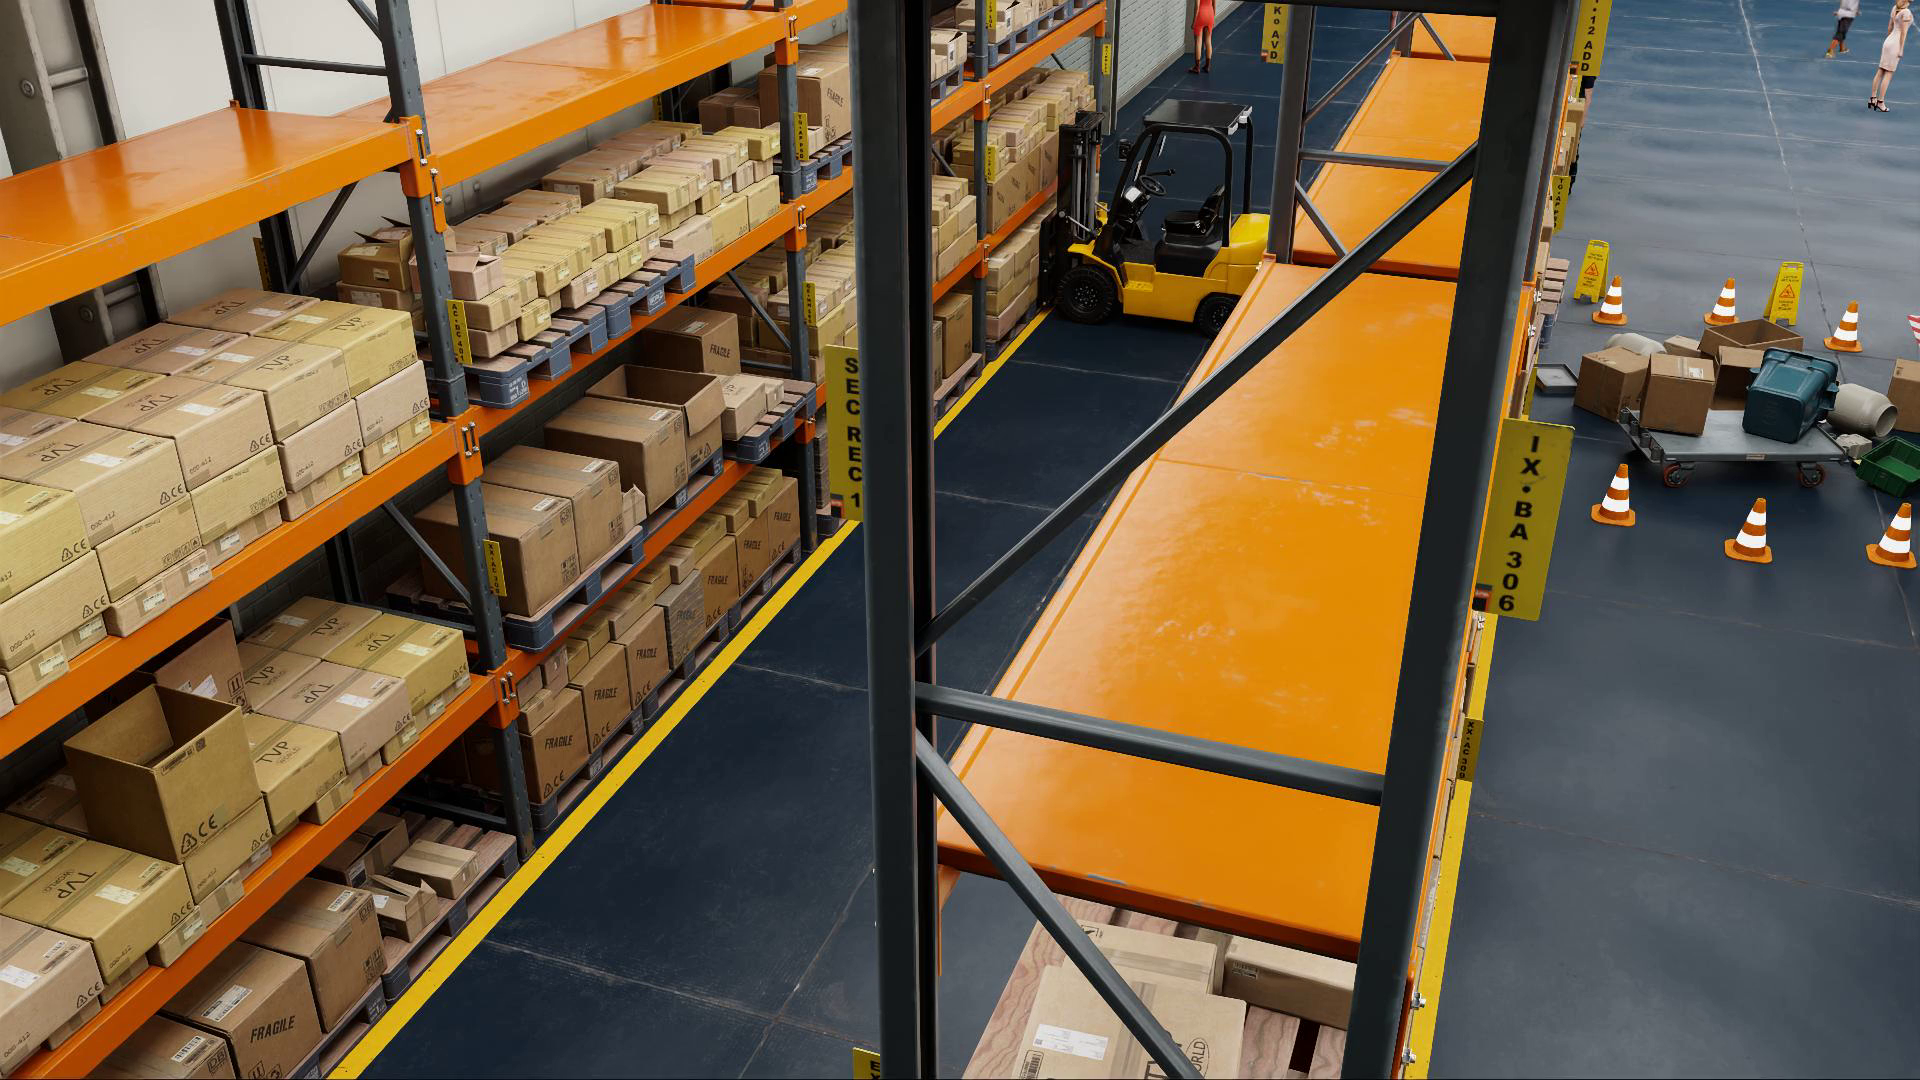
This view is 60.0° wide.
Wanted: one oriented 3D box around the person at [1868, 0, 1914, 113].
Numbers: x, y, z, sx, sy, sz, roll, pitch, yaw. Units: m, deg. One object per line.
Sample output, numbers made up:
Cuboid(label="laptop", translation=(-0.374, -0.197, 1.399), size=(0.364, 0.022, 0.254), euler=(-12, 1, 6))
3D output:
Cuboid(label="person", translation=(14.132, -7.458, 25.224), size=(0.685, 1.830, 0.544), euler=(0, 28, 0))

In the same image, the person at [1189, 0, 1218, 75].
Cuboid(label="person", translation=(4.034, -8.611, 27.509), size=(0.664, 1.719, 0.720), euler=(-12, 30, -21))

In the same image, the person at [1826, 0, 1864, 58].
Cuboid(label="person", translation=(15.316, -9.114, 28.770), size=(1.078, 1.420, 0.937), euler=(-18, 33, -30))
